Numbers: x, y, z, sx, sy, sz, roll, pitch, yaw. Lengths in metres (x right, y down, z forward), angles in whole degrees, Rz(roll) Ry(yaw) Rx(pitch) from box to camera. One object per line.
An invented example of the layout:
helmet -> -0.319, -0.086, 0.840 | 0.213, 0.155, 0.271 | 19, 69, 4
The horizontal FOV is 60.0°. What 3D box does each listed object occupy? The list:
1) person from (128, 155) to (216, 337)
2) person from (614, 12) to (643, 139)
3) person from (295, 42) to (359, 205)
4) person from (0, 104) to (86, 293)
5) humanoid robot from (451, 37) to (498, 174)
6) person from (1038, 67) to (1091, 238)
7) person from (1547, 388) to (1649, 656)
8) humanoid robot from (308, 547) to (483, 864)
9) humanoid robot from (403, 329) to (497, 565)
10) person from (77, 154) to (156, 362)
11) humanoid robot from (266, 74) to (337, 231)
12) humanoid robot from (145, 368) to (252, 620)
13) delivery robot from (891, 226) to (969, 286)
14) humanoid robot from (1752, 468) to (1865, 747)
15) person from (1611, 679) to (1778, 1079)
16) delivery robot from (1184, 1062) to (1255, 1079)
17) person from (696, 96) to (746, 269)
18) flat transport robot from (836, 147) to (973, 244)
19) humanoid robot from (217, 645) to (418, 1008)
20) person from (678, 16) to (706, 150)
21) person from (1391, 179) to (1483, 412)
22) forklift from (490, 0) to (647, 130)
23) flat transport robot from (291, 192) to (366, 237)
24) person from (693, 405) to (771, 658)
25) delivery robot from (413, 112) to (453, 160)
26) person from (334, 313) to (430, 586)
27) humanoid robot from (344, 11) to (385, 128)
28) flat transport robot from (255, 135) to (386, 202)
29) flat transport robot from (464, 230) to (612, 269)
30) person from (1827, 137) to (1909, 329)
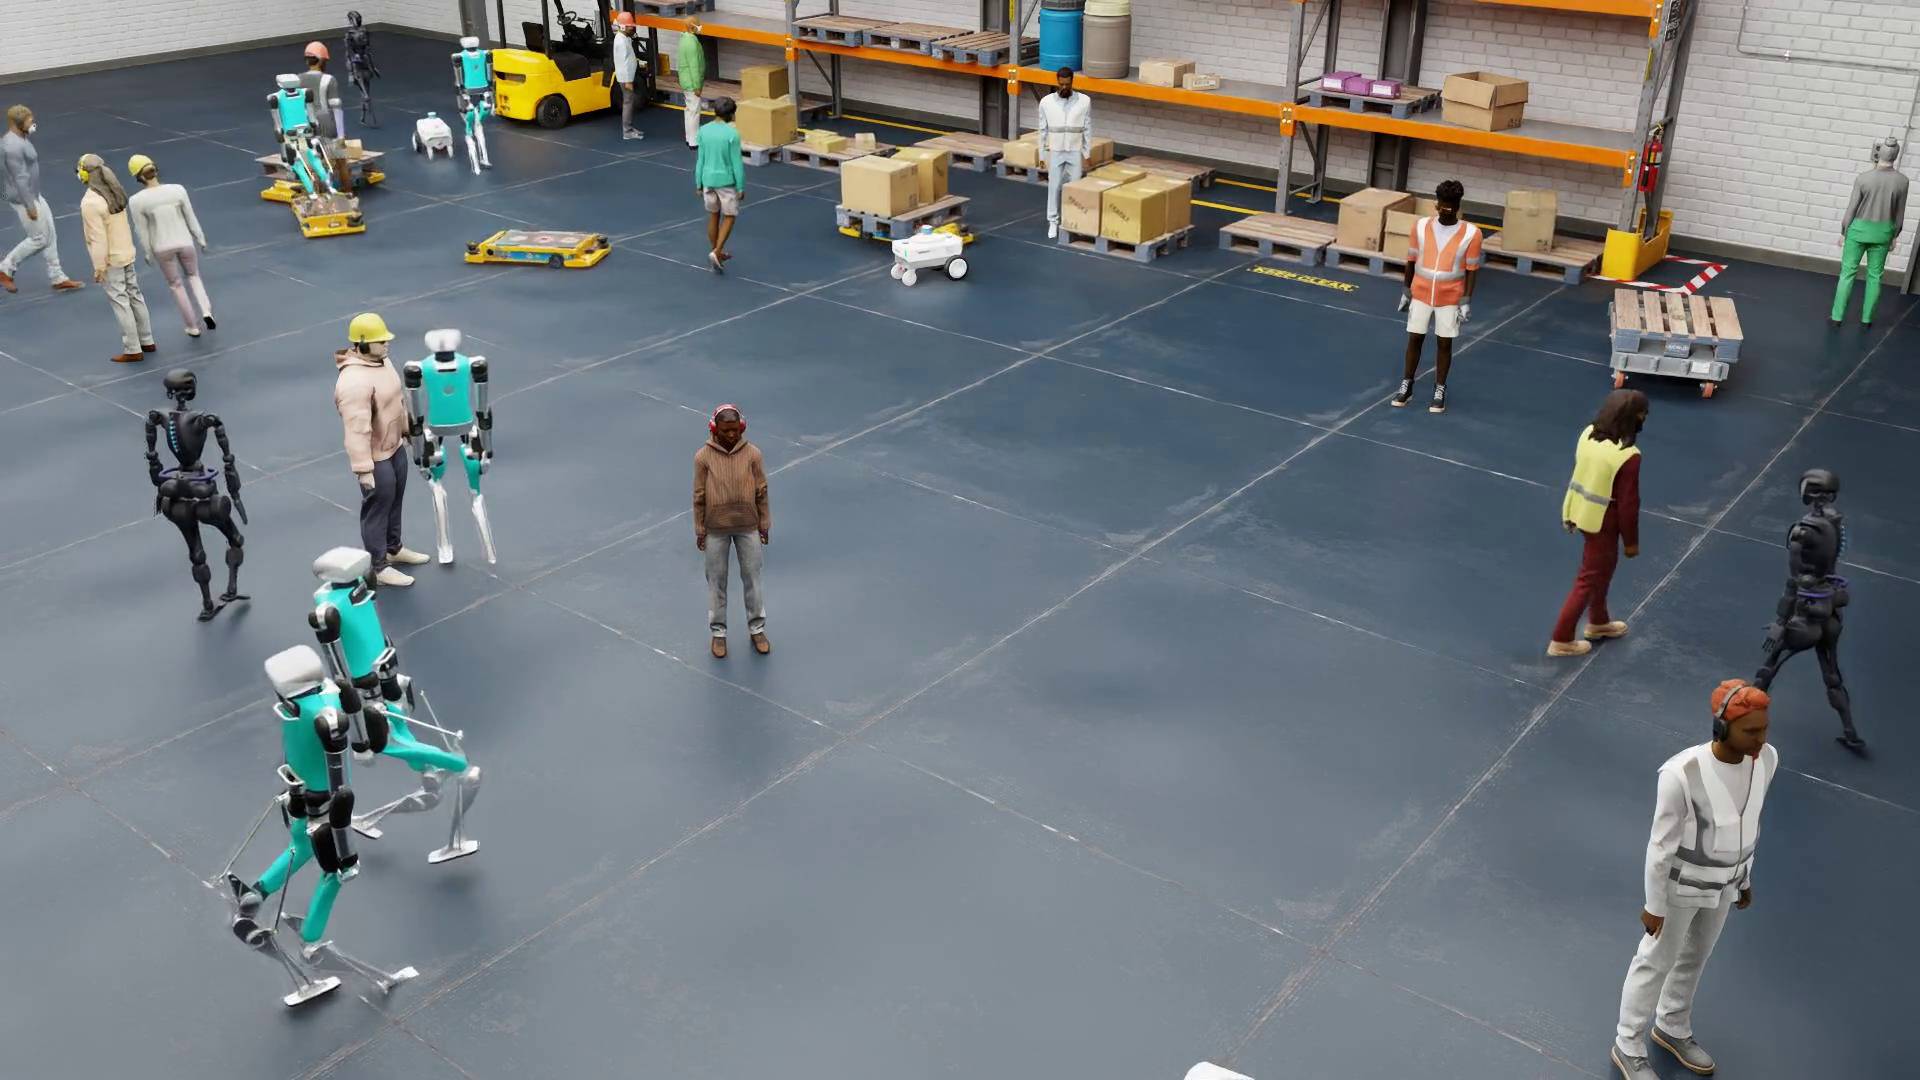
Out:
person -> -7.361, -2.735, 15.544 | 0.592, 1.726, 0.436 | -20, 32, -35
person -> -4.674, -6.539, 23.420 | 0.345, 1.740, 0.573 | -5, 26, -10
person -> -7.529, -4.813, 19.577 | 0.611, 1.990, 0.894 | 4, 26, 8
person -> -9.443, -3.398, 16.738 | 0.739, 1.901, 0.681 | -9, 27, -18
humanoid robot -> -6.314, -5.637, 21.573 | 0.544, 1.798, 0.759 | -16, 30, -29
person -> 1.170, -4.360, 18.724 | 0.594, 1.907, 0.408 | -2, 26, -3
person -> 3.981, -0.098, 10.079 | 0.733, 1.741, 0.496 | -5, 26, -10
humanoid robot -> -2.671, 0.862, 8.105 | 1.020, 1.736, 0.544 | 2, 26, 4
humanoid robot -> -3.412, -0.621, 11.199 | 0.550, 1.789, 0.756 | -9, 27, -18
person -> -7.597, -2.530, 14.965 | 0.394, 1.875, 0.566 | 2, 26, 4
humanoid robot -> -7.367, -4.356, 18.834 | 0.678, 1.750, 0.547 | 23, 34, 39
humanoid robot -> -4.860, -0.291, 10.563 | 0.611, 1.646, 0.371 | 2, 26, 5
delivery robot -> -0.323, -2.989, 17.449 | 0.813, 0.609, 0.499 | -13, 29, -25
humanoid robot -> 4.735, 0.405, 9.179 | 0.591, 1.635, 0.742 | -20, 32, -35
person -> 3.013, 1.414, 6.785 | 0.573, 1.884, 0.356 | -12, 28, -23
delivery robot -> 0.925, 2.359, 6.374 | 0.517, 0.611, 0.782 | 13, 29, 25
person -> -2.548, -3.751, 17.560 | 0.561, 1.822, 0.655 | 9, 27, 18
flat transport robot -> -0.624, -3.514, 18.848 | 1.431, 0.231, 0.659 | 18, 31, 33
humanoid robot -> -2.860, 1.318, 7.161 | 0.869, 1.789, 0.561 | -22, 33, -38
person -> -3.657, -6.258, 22.804 | 0.388, 1.776, 0.545 | -9, 27, -17
person -> 3.963, -2.027, 13.828 | 0.600, 1.957, 0.373 | 13, 29, 25
forklift -> -5.874, -7.334, 24.552 | 1.214, 2.155, 2.313 | 19, 32, 34
flat transport robot -> -7.418, -3.827, 19.496 | 0.659, 0.231, 1.431 | -12, 28, -23
person -> -1.382, -0.067, 10.126 | 0.462, 1.648, 0.327 | -5, 26, -11
delivery robot -> -7.172, -5.518, 22.692 | 0.499, 0.614, 0.815 | -12, 28, -24
person -> -3.849, -0.605, 11.001 | 0.443, 1.858, 0.796 | 1, 26, 2
humanoid robot -> -8.614, -6.814, 24.083 | 0.625, 1.637, 0.610 | 9, 27, 18
flat transport robot -> -7.996, -4.503, 20.895 | 0.659, 0.231, 1.431 | 12, 28, 24
flat transport robot -> -4.601, -3.178, 18.152 | 1.431, 0.231, 0.659 | 4, 26, 8
person -> 8.651, -2.920, 15.811 | 0.521, 1.839, 0.327 | 8, 27, 15
